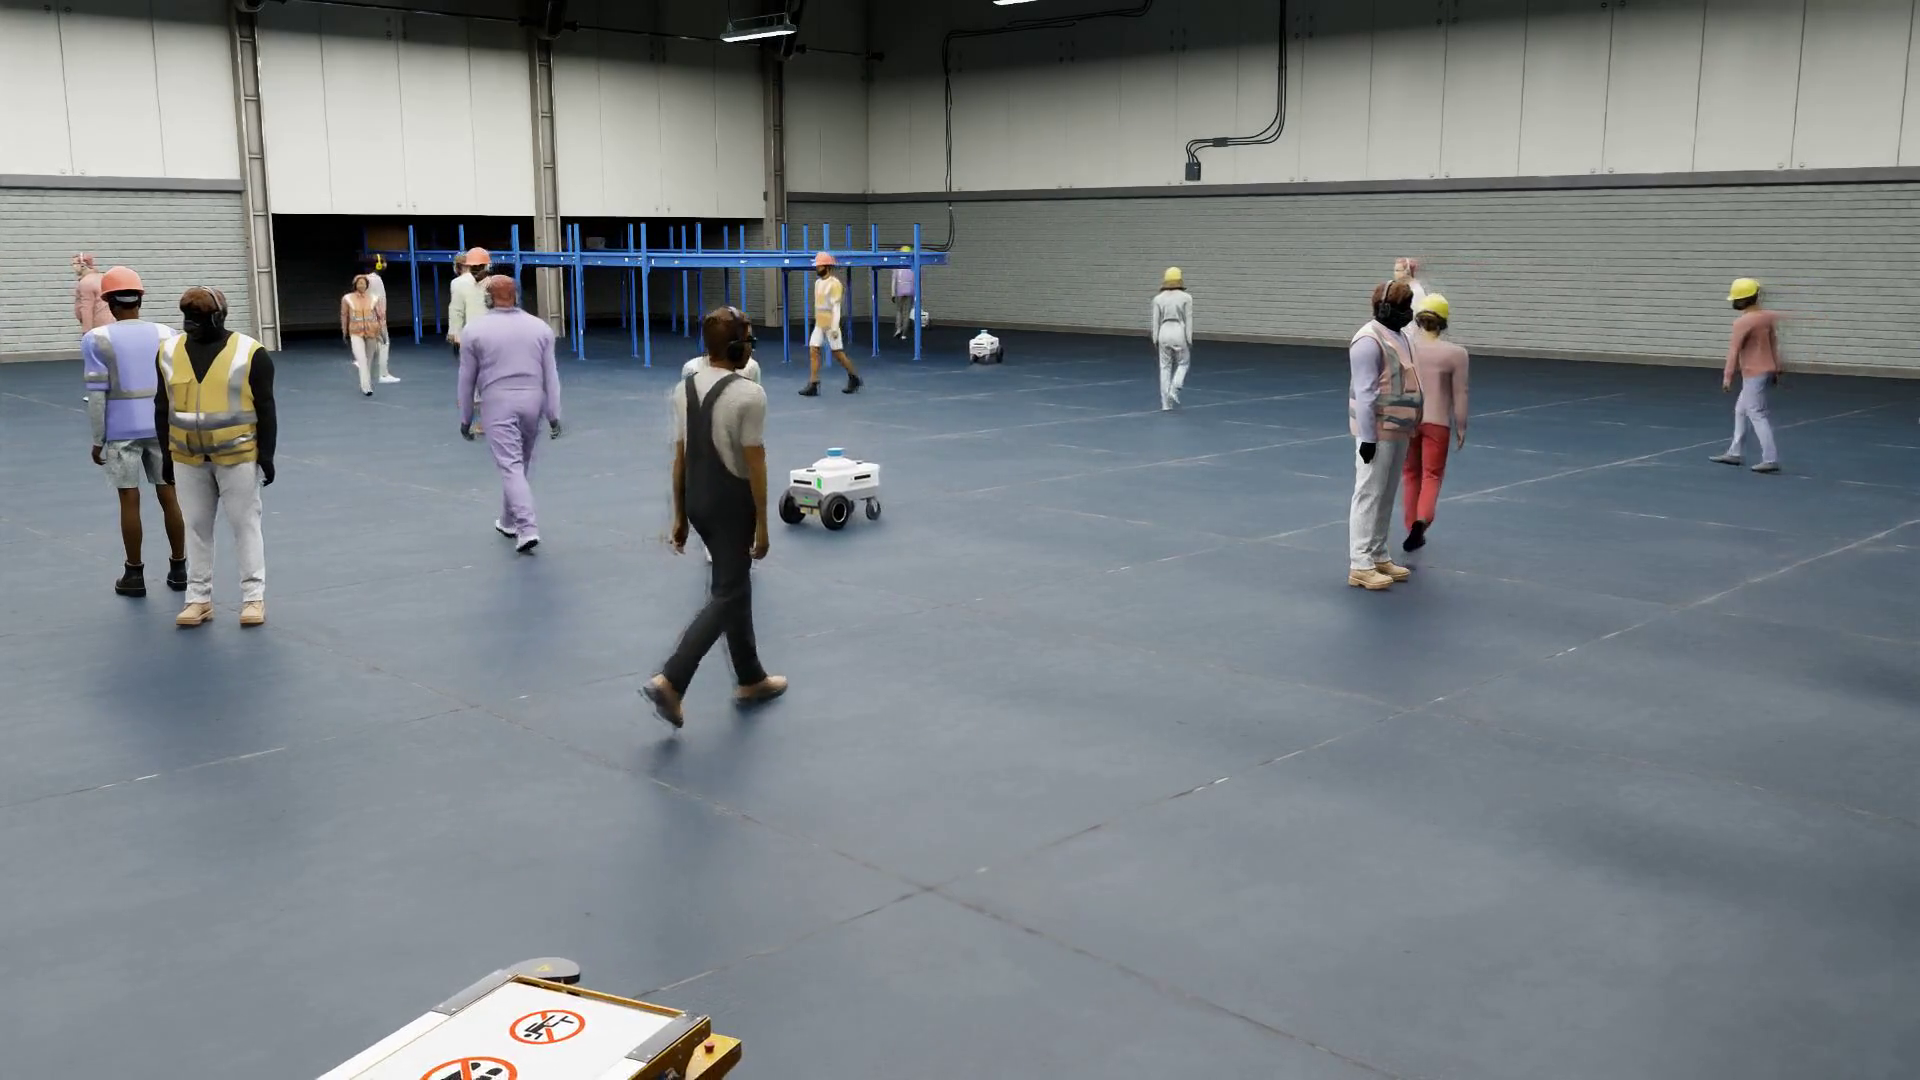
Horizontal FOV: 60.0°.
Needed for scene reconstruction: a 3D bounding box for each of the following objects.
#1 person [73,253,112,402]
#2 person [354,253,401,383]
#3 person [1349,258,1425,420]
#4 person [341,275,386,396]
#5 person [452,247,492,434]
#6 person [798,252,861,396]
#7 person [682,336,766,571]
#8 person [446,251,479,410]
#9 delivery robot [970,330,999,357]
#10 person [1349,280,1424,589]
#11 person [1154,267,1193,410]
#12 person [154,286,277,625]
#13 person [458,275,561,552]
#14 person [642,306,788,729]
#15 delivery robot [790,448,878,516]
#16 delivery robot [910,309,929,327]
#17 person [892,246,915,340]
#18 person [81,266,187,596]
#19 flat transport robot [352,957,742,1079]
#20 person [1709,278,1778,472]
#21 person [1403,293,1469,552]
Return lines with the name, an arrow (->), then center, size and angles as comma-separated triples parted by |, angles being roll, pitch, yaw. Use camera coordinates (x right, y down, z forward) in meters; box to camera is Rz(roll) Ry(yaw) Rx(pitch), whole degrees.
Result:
person -> -11.124, -2.729, 21.350 | 0.402, 1.890, 0.647 | -2, 11, -11
person -> -8.411, -3.190, 23.919 | 0.521, 1.854, 0.524 | -7, 12, -33
person -> 4.885, -2.181, 18.430 | 0.986, 1.852, 0.664 | -1, 10, -5
person -> -7.899, -2.715, 22.060 | 0.527, 1.584, 0.886 | -6, 12, -30
person -> -5.091, -2.113, 17.729 | 0.637, 1.977, 0.482 | 4, 11, 23
person -> -1.731, -2.893, 22.202 | 0.949, 1.901, 0.553 | -9, 14, -40
person -> -1.488, -0.598, 10.504 | 0.543, 1.601, 0.858 | -2, 11, -11
person -> -5.959, -2.548, 20.264 | 0.504, 1.920, 0.628 | 2, 11, 11
delivery robot -> 0.405, -3.253, 27.684 | 0.477, 0.478, 0.707 | 3, 11, 16
person -> 2.581, -0.644, 10.084 | 0.429, 1.841, 0.633 | 7, 12, 34
person -> 2.588, -2.446, 20.212 | 0.503, 1.725, 0.366 | 5, 11, 25
person -> -4.041, -0.450, 9.041 | 0.623, 1.840, 0.430 | -1, 10, -4
person -> -3.068, -0.873, 11.354 | 0.648, 1.859, 1.051 | -7, 13, -35
person -> -1.076, -0.107, 7.240 | 0.508, 1.812, 0.876 | 8, 13, 36
delivery robot -> -0.927, -0.439, 12.337 | 0.477, 0.478, 0.707 | 8, 13, 37
delivery robot -> -0.958, -5.018, 37.306 | 0.477, 0.478, 0.707 | -4, 11, -20
person -> -1.097, -5.017, 33.785 | 0.587, 1.891, 0.474 | -1, 10, -5
person -> -4.874, -0.646, 9.855 | 0.542, 1.930, 0.367 | -9, 14, -41
flat transport robot -> -1.143, 1.332, 3.712 | 0.652, 0.197, 1.431 | 5, 11, 24
person -> 7.068, -1.479, 14.940 | 0.546, 1.715, 0.729 | -8, 13, -38
person -> 3.074, -0.762, 11.019 | 0.533, 1.736, 0.759 | 5, 12, 26
